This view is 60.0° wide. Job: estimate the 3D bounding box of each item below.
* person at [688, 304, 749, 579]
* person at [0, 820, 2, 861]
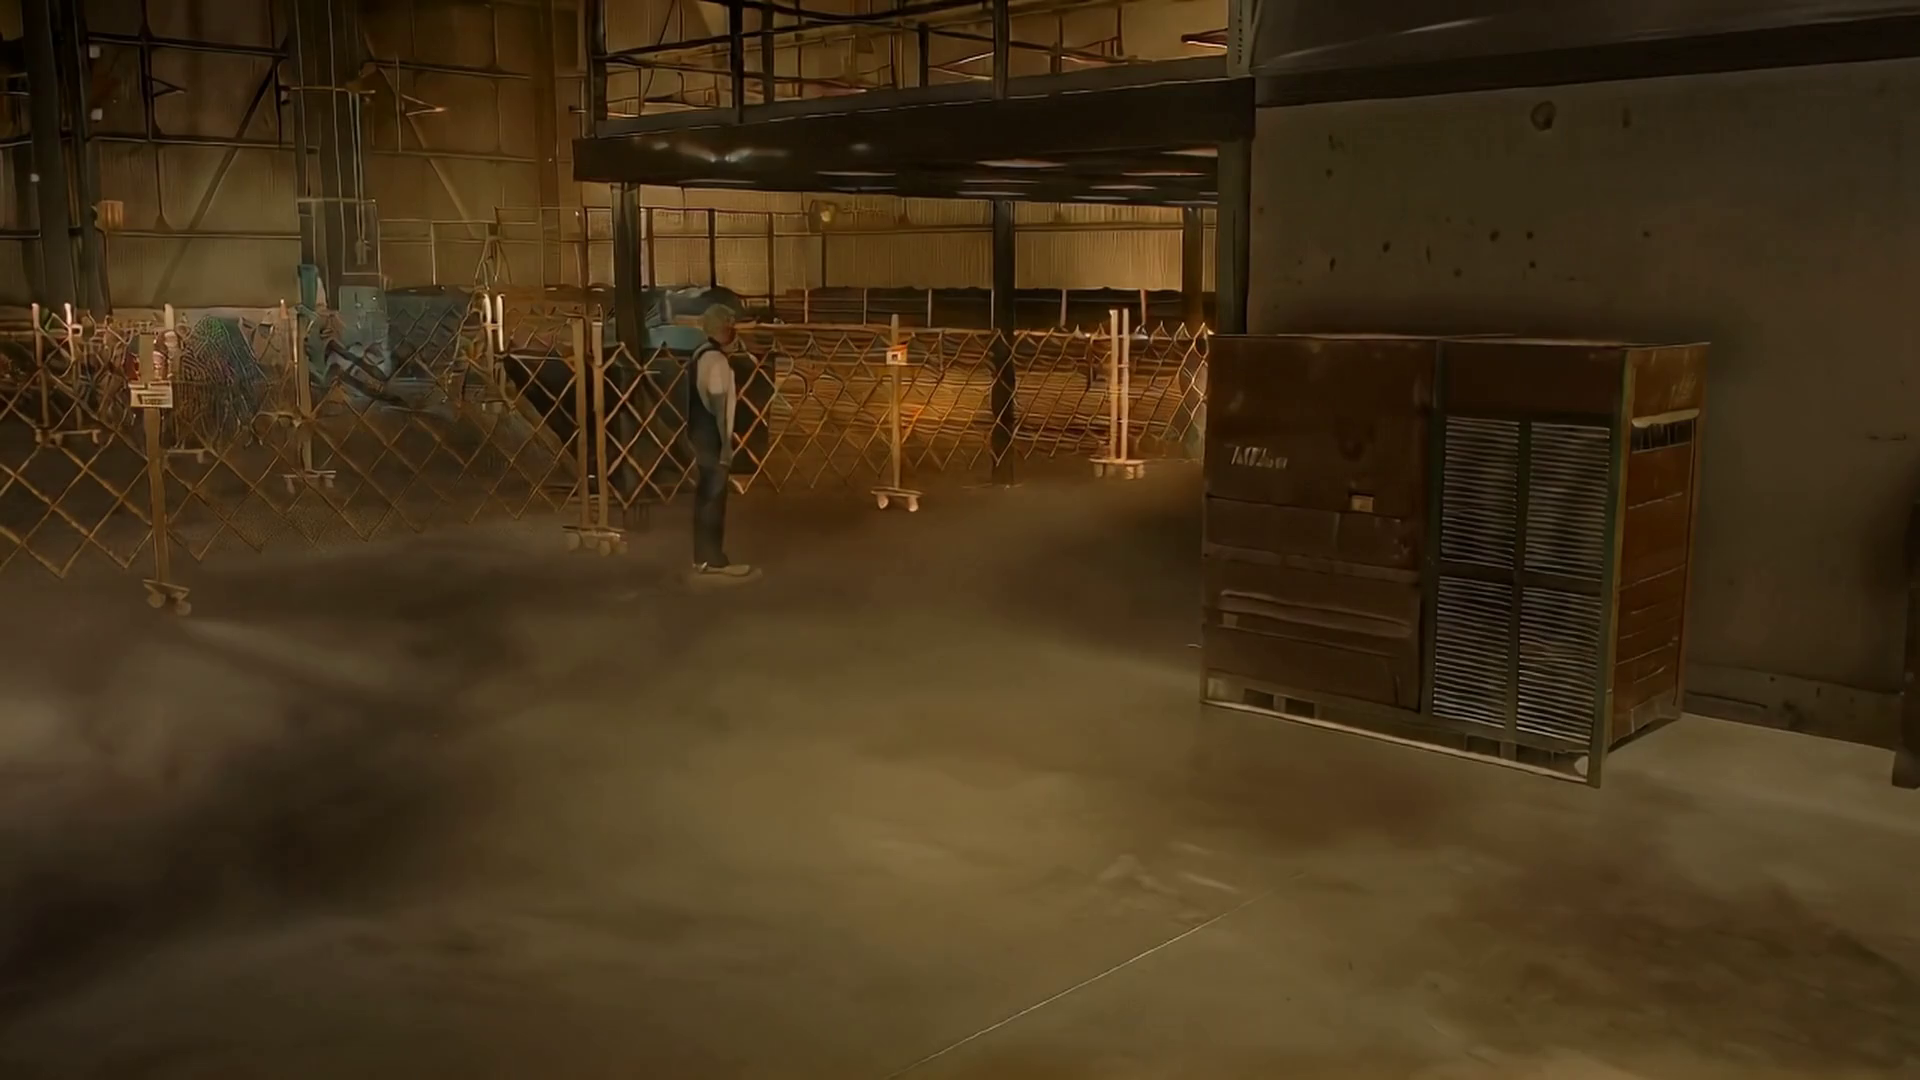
[{"bbox_3d":[-1.648,-0.662,11.183,0.340,1.839,0.507,-4,10,-25],"label":"person"},{"bbox_3d":[-1.570,0.727,2.429,0.370,1.916,0.597,-7,12,-38],"label":"person"}]
